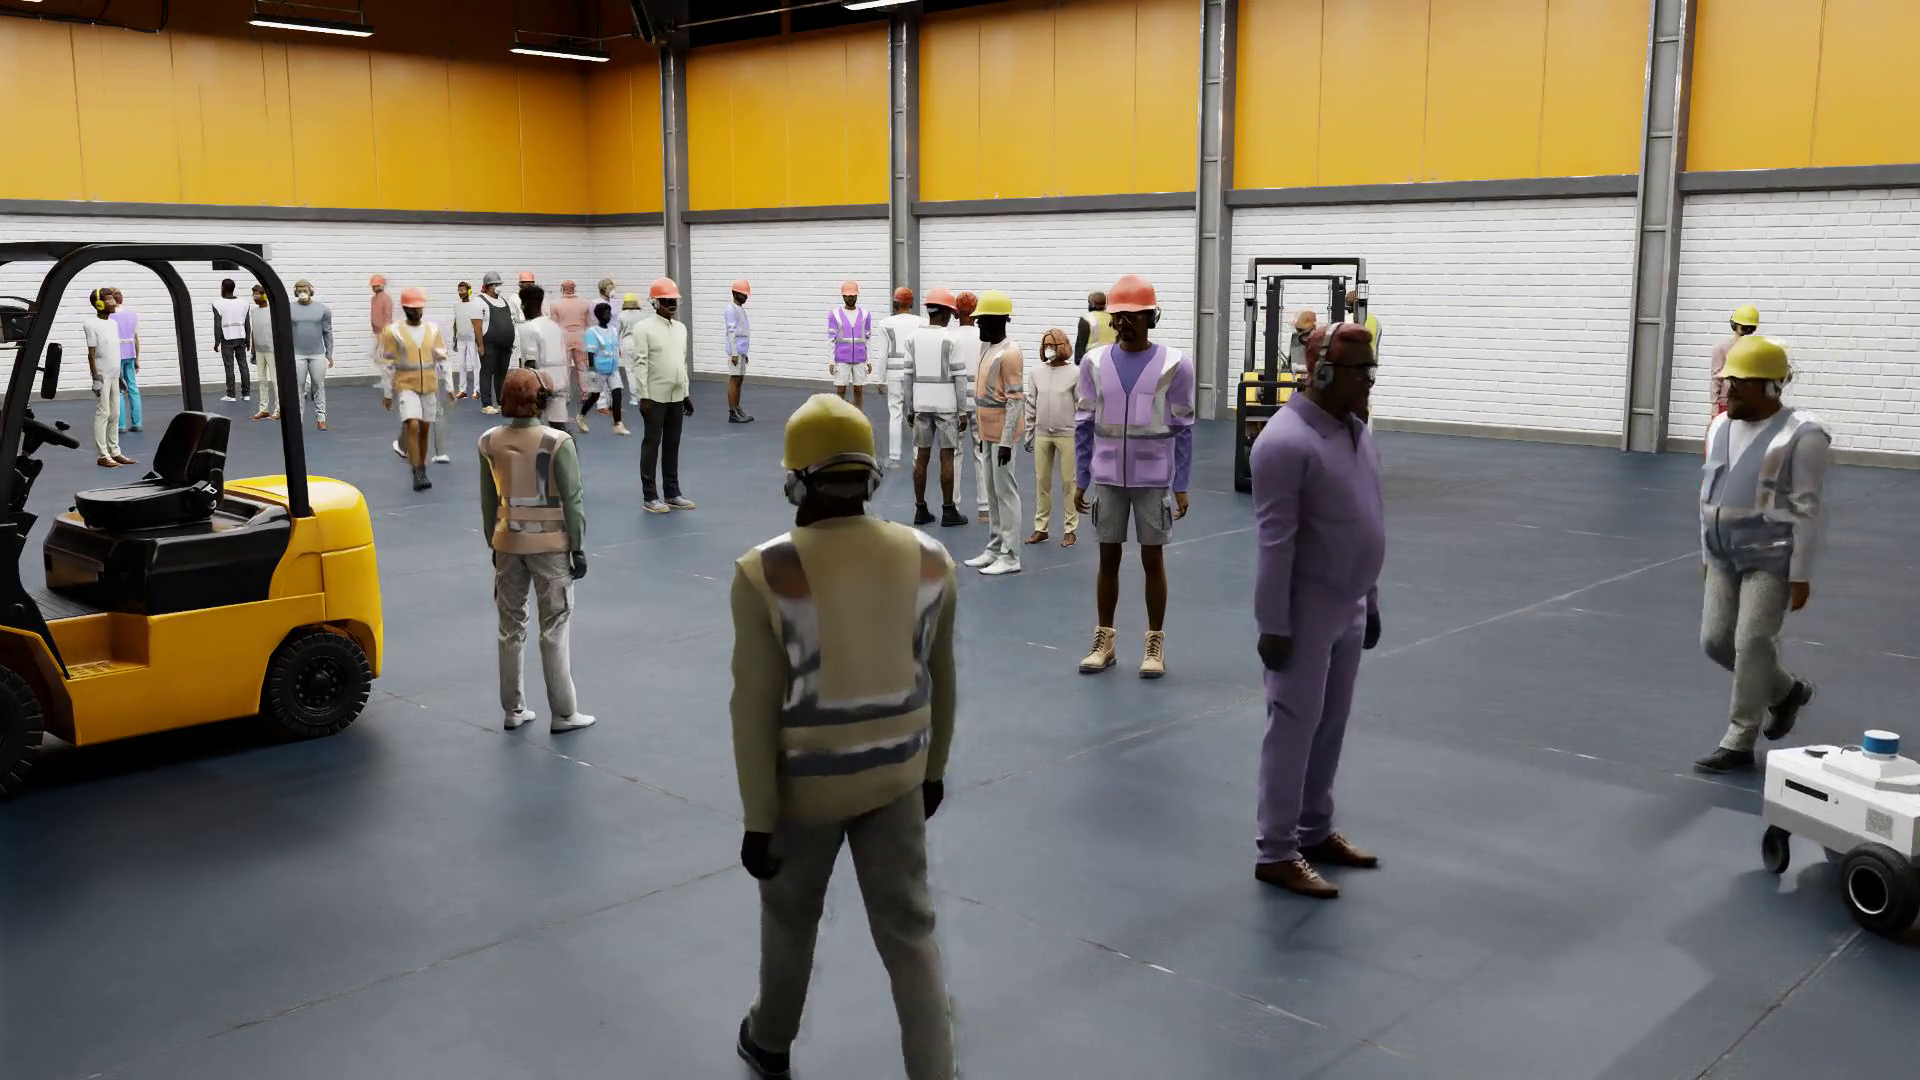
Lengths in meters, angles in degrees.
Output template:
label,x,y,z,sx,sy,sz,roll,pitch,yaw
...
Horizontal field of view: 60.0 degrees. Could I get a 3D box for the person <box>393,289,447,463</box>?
label,x,y,z,sx,sy,sz,roll,pitch,yaw
person,-5.831,-1.775,17.897,0.608,1.868,1.017,-8,12,-40

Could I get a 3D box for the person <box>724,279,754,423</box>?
label,x,y,z,sx,sy,sz,roll,pitch,yaw
person,-2.970,-2.544,22.458,0.375,1.927,0.543,1,9,8

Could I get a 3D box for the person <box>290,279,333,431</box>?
label,x,y,z,sx,sy,sz,roll,pitch,yaw
person,-8.347,-2.360,21.294,0.630,1.938,0.369,-4,10,-21

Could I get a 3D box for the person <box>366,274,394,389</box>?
label,x,y,z,sx,sy,sz,roll,pitch,yaw
person,-10.032,-3.610,28.805,0.649,1.982,0.420,9,13,44

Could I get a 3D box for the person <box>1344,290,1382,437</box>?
label,x,y,z,sx,sy,sz,roll,pitch,yaw
person,4.292,-1.797,18.147,0.633,1.839,0.429,-6,11,-32

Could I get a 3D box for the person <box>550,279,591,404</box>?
label,x,y,z,sx,sy,sz,roll,pitch,yaw
person,-5.983,-3.037,25.542,0.638,1.910,0.407,-5,10,-28

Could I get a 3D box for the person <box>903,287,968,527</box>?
label,x,y,z,sx,sy,sz,roll,pitch,yaw
person,-0.176,-1.072,13.436,0.551,1.923,0.384,5,10,27

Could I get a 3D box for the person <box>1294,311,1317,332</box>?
label,x,y,z,sx,sy,sz,roll,pitch,yaw
person,3.945,-1.818,19.031,0.858,1.585,0.511,2,9,10

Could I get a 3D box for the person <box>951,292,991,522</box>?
label,x,y,z,sx,sy,sz,roll,pitch,yaw
person,0.068,-1.082,13.627,0.575,1.884,0.355,1,9,7

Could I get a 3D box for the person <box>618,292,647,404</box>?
label,x,y,z,sx,sy,sz,roll,pitch,yaw
person,-5.092,-2.959,25.690,0.497,1.702,0.844,-4,10,-25

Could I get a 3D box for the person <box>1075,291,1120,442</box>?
label,x,y,z,sx,sy,sz,roll,pitch,yaw
person,1.663,-2.036,19.693,0.633,1.816,0.707,-8,12,-41

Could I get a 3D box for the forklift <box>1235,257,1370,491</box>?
label,x,y,z,sx,sy,sz,roll,pitch,yaw
forklift,3.309,-1.629,16.029,1.214,2.155,2.313,2,9,11

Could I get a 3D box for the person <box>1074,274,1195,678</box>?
label,x,y,z,sx,sy,sz,roll,pitch,yaw
person,0.868,-0.317,8.445,0.615,2.042,0.372,3,10,20

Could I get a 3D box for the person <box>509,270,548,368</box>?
label,x,y,z,sx,sy,sz,roll,pitch,yaw
person,-6.759,-3.193,26.070,0.611,2.048,0.361,-1,9,-8

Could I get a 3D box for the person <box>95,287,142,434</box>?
label,x,y,z,sx,sy,sz,roll,pitch,yaw
person,-10.565,-2.252,20.922,0.373,1.840,0.572,4,10,24

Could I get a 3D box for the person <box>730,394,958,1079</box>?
label,x,y,z,sx,sy,sz,roll,pitch,yaw
person,-0.262,0.547,3.961,0.616,1.786,0.940,-5,11,-28

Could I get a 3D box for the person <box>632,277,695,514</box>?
label,x,y,z,sx,sy,sz,roll,pitch,yaw
person,-2.520,-1.233,14.208,0.379,1.996,0.609,6,11,33

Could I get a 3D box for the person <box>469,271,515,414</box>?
label,x,y,z,sx,sy,sz,roll,pitch,yaw
person,-6.652,-2.835,23.896,0.537,2.000,0.682,5,10,27

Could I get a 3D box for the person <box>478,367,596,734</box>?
label,x,y,z,sx,sy,sz,roll,pitch,yaw
person,-1.899,0.054,7.420,0.512,1.638,0.307,3,10,18

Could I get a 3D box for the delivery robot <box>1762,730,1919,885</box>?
label,x,y,z,sx,sy,sz,roll,pitch,yaw
delivery robot,2.997,0.868,5.447,0.477,0.478,0.707,-3,10,-17

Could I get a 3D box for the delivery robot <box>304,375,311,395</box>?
label,x,y,z,sx,sy,sz,roll,pitch,yaw
delivery robot,-10.450,-2.521,26.227,0.477,0.478,0.707,-5,10,-26

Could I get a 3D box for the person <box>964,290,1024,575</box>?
label,x,y,z,sx,sy,sz,roll,pitch,yaw
person,0.248,-0.728,11.325,0.367,1.928,0.584,-3,10,-16

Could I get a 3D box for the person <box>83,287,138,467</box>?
label,x,y,z,sx,sy,sz,roll,pitch,yaw
person,-8.930,-1.701,17.452,0.326,1.877,0.518,1,9,4

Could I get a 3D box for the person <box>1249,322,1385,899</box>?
label,x,y,z,sx,sy,sz,roll,pitch,yaw
person,1.219,0.227,5.574,0.397,1.899,0.649,8,12,40

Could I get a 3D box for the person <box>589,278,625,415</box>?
label,x,y,z,sx,sy,sz,roll,pitch,yaw
person,-5.012,-2.742,23.636,0.372,1.940,0.631,3,10,15

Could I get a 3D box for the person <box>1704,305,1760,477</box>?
label,x,y,z,sx,sy,sz,roll,pitch,yaw
person,6.779,-1.165,14.521,0.524,1.760,0.327,-3,10,-17

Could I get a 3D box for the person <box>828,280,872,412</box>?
label,x,y,z,sx,sy,sz,roll,pitch,yaw
person,-1.342,-2.223,20.463,0.551,1.934,0.373,-3,10,-17

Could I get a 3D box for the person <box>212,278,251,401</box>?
label,x,y,z,sx,sy,sz,roll,pitch,yaw
person,-11.423,-3.140,26.131,0.383,1.921,0.597,7,12,38

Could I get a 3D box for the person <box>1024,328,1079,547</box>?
label,x,y,z,sx,sy,sz,roll,pitch,yaw
person,0.715,-0.764,12.442,0.508,1.632,0.265,5,10,27

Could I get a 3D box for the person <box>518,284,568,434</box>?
label,x,y,z,sx,sy,sz,roll,pitch,yaw
person,-4.001,-1.423,15.609,0.942,1.916,0.624,4,10,25

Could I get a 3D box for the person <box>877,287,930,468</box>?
label,x,y,z,sx,sy,sz,roll,pitch,yaw
person,-0.577,-1.682,17.304,0.574,1.884,0.355,-2,10,-14

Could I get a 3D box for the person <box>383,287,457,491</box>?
label,x,y,z,sx,sy,sz,roll,pitch,yaw
person,-5.050,-1.410,15.597,0.570,1.897,0.889,-7,12,-38

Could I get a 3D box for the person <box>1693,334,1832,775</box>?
label,x,y,z,sx,sy,sz,roll,pitch,yaw
person,3.335,0.058,6.867,0.611,1.816,0.605,-3,10,-19

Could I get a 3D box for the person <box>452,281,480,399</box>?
label,x,y,z,sx,sy,sz,roll,pitch,yaw
person,-7.852,-3.173,26.485,0.521,1.873,0.328,2,9,13

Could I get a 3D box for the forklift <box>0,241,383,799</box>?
label,x,y,z,sx,sy,sz,roll,pitch,yaw
forklift,-3.706,-0.171,7.093,1.214,2.155,2.313,9,13,43

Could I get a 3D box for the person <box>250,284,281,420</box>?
label,x,y,z,sx,sy,sz,roll,pitch,yaw
person,-9.541,-2.576,22.848,0.519,1.865,0.327,3,10,18

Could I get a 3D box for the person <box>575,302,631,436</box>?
label,x,y,z,sx,sy,sz,roll,pitch,yaw
person,-4.489,-2.133,20.737,0.798,1.667,0.537,6,11,34
